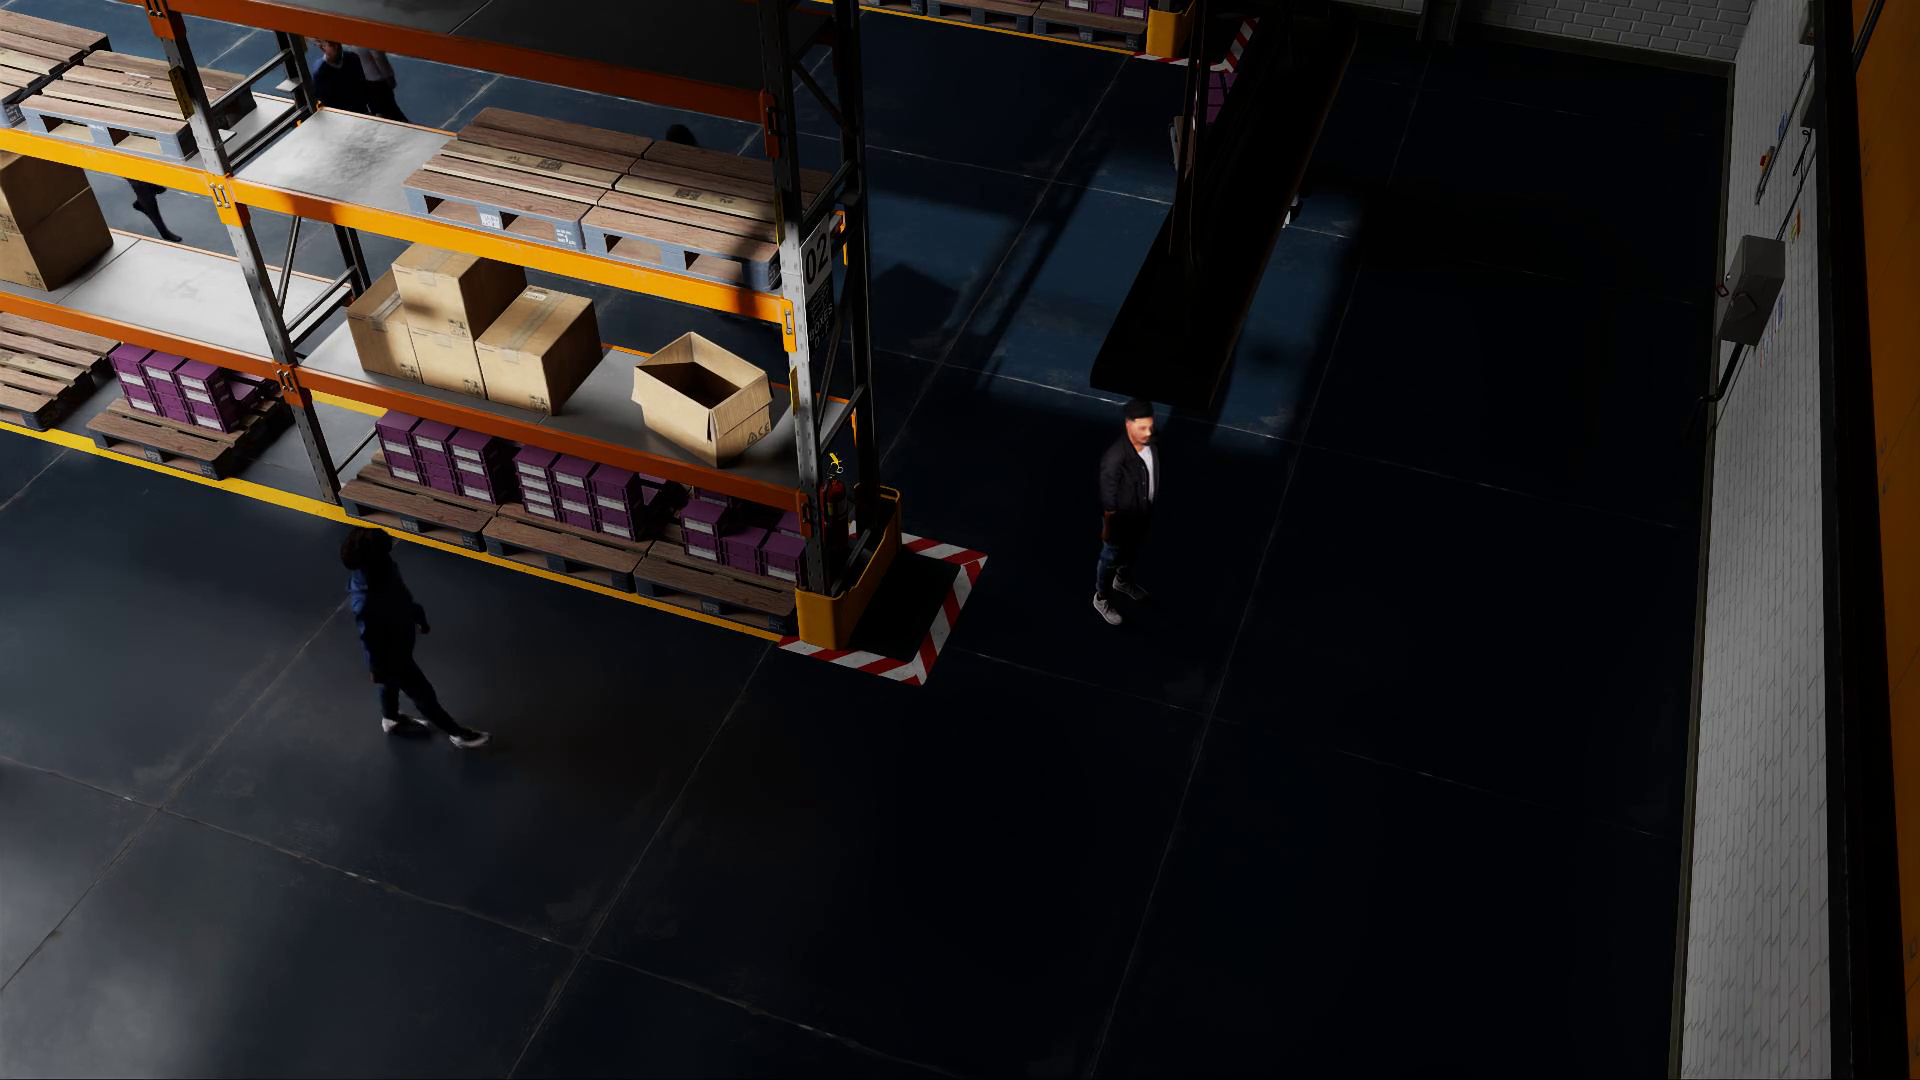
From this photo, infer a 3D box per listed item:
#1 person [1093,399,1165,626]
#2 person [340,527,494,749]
[{"bbox_3d":[1.118,-0.233,11.118,0.740,1.810,0.777,32,52,29],"label":"person"},{"bbox_3d":[-3.579,0.636,10.226,1.104,1.781,0.907,1,44,1],"label":"person"}]
